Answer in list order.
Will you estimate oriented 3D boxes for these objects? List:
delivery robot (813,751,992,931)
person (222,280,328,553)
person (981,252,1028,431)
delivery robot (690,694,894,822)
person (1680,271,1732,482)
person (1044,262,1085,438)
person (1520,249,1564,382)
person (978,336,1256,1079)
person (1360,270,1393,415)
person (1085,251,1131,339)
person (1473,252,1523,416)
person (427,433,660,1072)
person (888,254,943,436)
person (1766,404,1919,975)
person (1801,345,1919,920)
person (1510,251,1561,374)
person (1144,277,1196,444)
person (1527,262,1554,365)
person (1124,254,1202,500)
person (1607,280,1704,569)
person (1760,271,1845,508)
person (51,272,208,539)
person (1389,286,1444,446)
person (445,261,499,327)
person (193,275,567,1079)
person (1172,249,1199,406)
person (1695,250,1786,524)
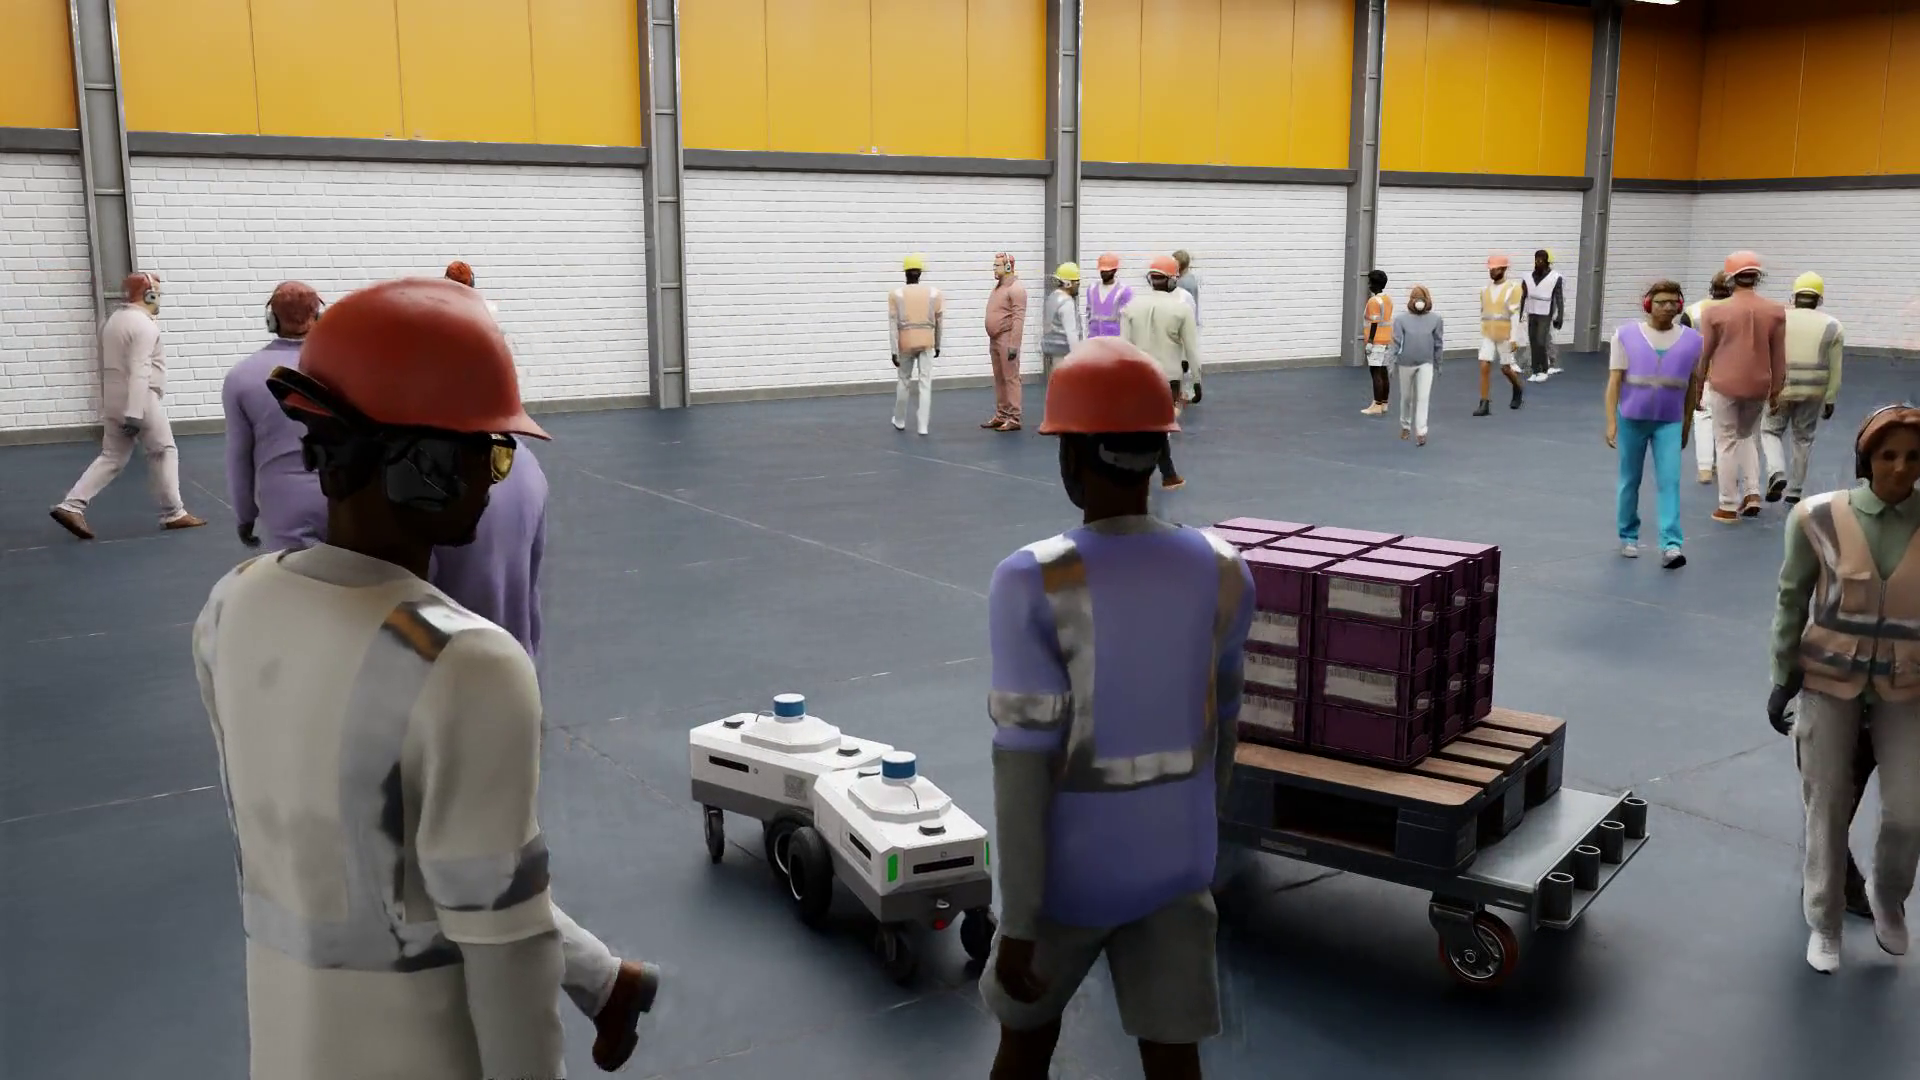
[{"bbox_3d":[-0.179,0.871,4.919,0.477,0.478,0.707,-4,11,-22],"label":"delivery robot"},{"bbox_3d":[-2.767,-0.153,7.103,0.661,1.885,0.702,-5,11,-25],"label":"person"},{"bbox_3d":[0.467,-2.127,17.904,0.410,1.908,0.642,-4,11,-23],"label":"person"},{"bbox_3d":[-0.566,0.757,5.544,0.707,0.478,0.477,8,13,36],"label":"delivery robot"},{"bbox_3d":[6.461,-1.404,14.272,0.639,1.794,0.986,3,11,17],"label":"person"},{"bbox_3d":[1.145,-1.949,17.180,0.566,1.810,0.618,-2,10,-9],"label":"person"},{"bbox_3d":[8.294,-3.204,23.847,0.564,1.895,0.630,-8,13,-37],"label":"person"},{"bbox_3d":[0.247,0.567,3.162,0.575,1.886,0.973,-5,11,-24],"label":"person"},{"bbox_3d":[4.881,-2.308,19.458,0.319,1.698,0.539,7,12,33],"label":"person"},{"bbox_3d":[1.610,-2.249,18.545,0.579,1.912,0.427,6,12,29],"label":"person"},{"bbox_3d":[6.329,-2.407,19.444,0.546,1.907,0.798,10,14,43],"label":"person"},{"bbox_3d":[-1.146,0.409,4.048,0.833,1.893,0.651,3,11,15],"label":"person"},{"bbox_3d":[-0.490,-2.072,17.663,0.598,1.887,0.851,-2,10,-9],"label":"person"},{"bbox_3d":[2.541,0.432,4.657,0.522,1.626,0.364,5,11,24],"label":"person"},{"bbox_3d":[2.938,0.258,4.849,0.550,1.895,0.867,-8,13,-37],"label":"person"},{"bbox_3d":[8.683,-3.404,24.999,1.032,1.865,0.599,-3,11,-14],"label":"person"},{"bbox_3d":[2.085,-1.880,16.746,0.638,1.825,0.601,10,14,43],"label":"person"},{"bbox_3d":[9.454,-3.706,27.009,0.484,1.744,0.295,3,11,16],"label":"person"},{"bbox_3d":[1.606,-1.307,13.324,0.642,1.944,1.038,7,13,35],"label":"person"},{"bbox_3d":[4.373,-0.721,10.482,0.575,1.801,0.950,2,11,12],"label":"person"},{"bbox_3d":[6.382,-1.132,12.688,0.613,1.814,0.475,4,11,19],"label":"person"},{"bbox_3d":[-5.859,-0.936,11.593,0.650,1.846,0.965,8,13,38],"label":"person"},{"bbox_3d":[4.605,-1.769,16.816,0.524,1.588,0.874,2,11,12],"label":"person"},{"bbox_3d":[-3.973,-1.292,13.389,0.576,1.883,0.355,-8,13,-36],"label":"person"},{"bbox_3d":[-0.700,0.681,2.178,0.612,2.031,0.403,8,13,37],"label":"person"},{"bbox_3d":[2.706,-2.586,20.363,0.451,1.921,0.652,0,10,-1],"label":"person"},{"bbox_3d":[5.649,-1.105,12.107,0.606,1.973,0.448,0,10,-2],"label":"person"}]
